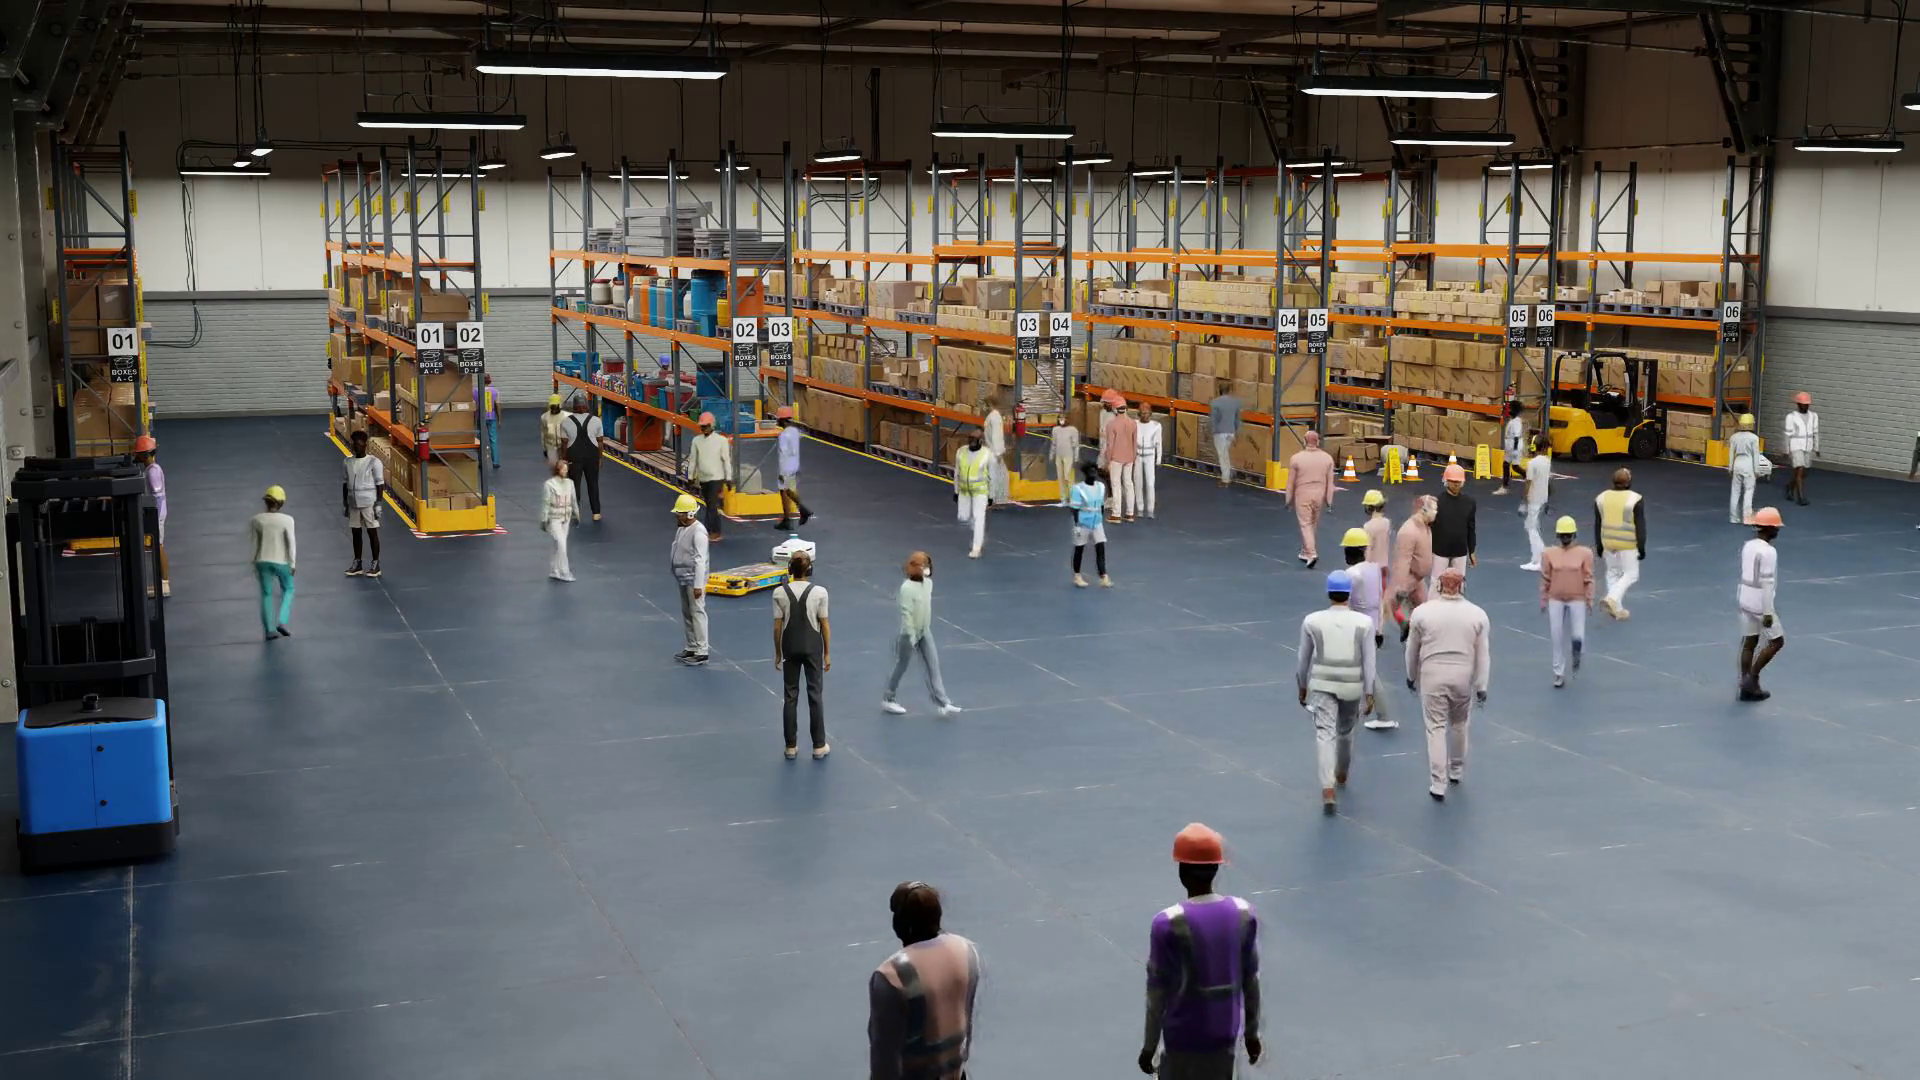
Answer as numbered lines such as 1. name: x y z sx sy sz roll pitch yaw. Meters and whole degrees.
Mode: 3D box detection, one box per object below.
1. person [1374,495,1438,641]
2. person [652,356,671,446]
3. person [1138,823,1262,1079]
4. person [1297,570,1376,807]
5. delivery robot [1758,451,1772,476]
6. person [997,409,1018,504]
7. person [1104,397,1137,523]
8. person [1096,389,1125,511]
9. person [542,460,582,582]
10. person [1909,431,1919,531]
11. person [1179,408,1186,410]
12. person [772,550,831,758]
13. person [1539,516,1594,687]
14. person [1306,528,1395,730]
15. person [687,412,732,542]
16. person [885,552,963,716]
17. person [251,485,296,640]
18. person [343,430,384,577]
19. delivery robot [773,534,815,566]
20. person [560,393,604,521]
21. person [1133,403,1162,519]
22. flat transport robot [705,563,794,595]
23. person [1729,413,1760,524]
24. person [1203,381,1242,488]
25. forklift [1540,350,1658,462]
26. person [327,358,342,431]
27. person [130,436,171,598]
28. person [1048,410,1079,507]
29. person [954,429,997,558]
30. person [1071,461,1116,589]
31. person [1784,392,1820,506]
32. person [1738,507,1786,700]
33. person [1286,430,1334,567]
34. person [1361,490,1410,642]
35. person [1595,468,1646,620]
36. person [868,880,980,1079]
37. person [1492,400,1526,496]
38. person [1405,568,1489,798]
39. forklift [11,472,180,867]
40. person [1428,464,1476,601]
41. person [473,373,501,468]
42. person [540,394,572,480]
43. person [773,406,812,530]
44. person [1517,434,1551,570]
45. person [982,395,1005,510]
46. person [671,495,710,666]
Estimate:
1. person: 4.787 0.427 22.397 1.071 1.832 0.702 5 10 31
2. person: -6.332 -3.005 44.942 0.623 1.922 0.856 2 9 12
3. person: 1.152 2.283 9.712 0.575 1.912 0.630 -4 9 -25
4. person: 3.064 1.192 17.071 0.626 1.893 1.071 1 9 9
5. delivery robot: 14.693 -1.386 38.510 0.477 0.478 0.707 2 9 11
6. person: 0.697 -1.383 35.120 0.700 1.609 0.545 -1 9 -8
7. person: 2.530 -1.272 33.147 0.621 1.989 0.398 -6 10 -34
8. person: 2.491 -1.494 34.538 0.549 2.020 0.654 -4 9 -26
9. person: -5.184 -0.242 27.529 0.752 1.609 0.533 6 10 34
10. person: 14.959 -1.064 32.175 1.012 1.869 0.589 -6 10 -35
11. person: 4.850 -2.913 44.601 0.600 1.835 0.404 -3 9 -20
12. person: -1.391 1.003 18.466 0.507 1.847 0.343 1 9 5
13. person: 6.178 0.615 21.337 0.555 1.751 0.400 4 9 24
14. person: 3.700 0.819 19.599 0.986 1.873 0.606 7 11 39
15. person: -3.736 -0.905 30.856 0.653 1.941 0.993 4 10 26
16. person: -0.393 0.902 20.001 0.867 1.585 0.523 7 11 37
17. person: -7.768 0.256 23.747 0.546 1.748 0.400 1 9 4
18. person: -8.008 -0.494 28.043 0.614 1.964 0.361 3 9 18
19. delivery robot: -2.231 0.163 28.181 0.477 0.478 0.707 4 9 23
20. person: -6.029 -1.311 33.391 0.684 2.000 0.538 -2 9 -14
21. person: 2.920 -1.251 33.496 0.599 1.850 0.880 1 9 8
22. flat transport robot: -2.724 0.496 27.214 0.652 0.197 1.431 5 10 32
23. person: 12.373 -1.126 33.001 0.314 1.742 0.493 -7 11 -38
24. person: 4.702 -1.906 37.650 0.644 1.916 0.703 -5 10 -32
25. forklift: 12.897 -2.725 42.309 2.313 2.155 1.214 -3 9 -21
26. person: -14.271 -3.317 47.763 0.318 1.696 0.532 -4 9 -26
27. person: -10.250 -0.301 26.511 0.386 2.039 0.615 -4 9 -25
28. person: 1.725 -1.357 34.940 0.509 1.621 0.331 7 11 39
29. person: 0.218 -0.679 29.736 0.649 1.828 0.522 4 9 25
30. person: 1.700 -0.183 26.948 0.549 1.658 0.801 -5 10 -29
31. person: 14.218 -1.573 35.457 0.545 1.908 0.859 -2 9 -10
32. person: 7.912 0.635 20.657 0.403 1.923 0.576 -1 9 -6
33. person: 4.843 -0.586 28.989 0.651 1.870 0.936 -2 9 -11
34. person: 4.700 0.304 23.466 0.728 1.740 0.532 8 12 42
35. person: 7.805 0.059 24.817 0.609 1.830 0.640 -7 11 -40
36. person: -0.135 2.398 9.308 0.904 1.809 0.635 8 12 43
37. person: 9.688 -1.593 36.357 0.727 1.674 0.538 1 9 5
38. person: 4.031 1.152 17.416 0.651 1.864 0.921 1 9 4
39. forklift: -6.630 0.886 15.957 1.129 2.768 1.873 -3 9 -21
40. person: 5.571 0.128 23.800 0.610 1.997 0.375 -1 9 -7
41. person: -9.178 -2.310 40.554 0.565 1.846 0.390 -1 9 -10
42. person: -6.966 -1.647 36.316 0.588 1.800 0.901 -1 9 -6
43. person: -2.629 -1.112 32.314 0.503 1.924 0.570 3 9 21
44. person: 7.809 -0.512 28.548 0.404 1.856 0.525 8 11 41
45. person: 0.488 -1.437 34.545 0.575 1.900 0.704 0 9 2
46. person: -2.893 0.418 22.451 0.403 1.823 0.597 -5 10 -28
